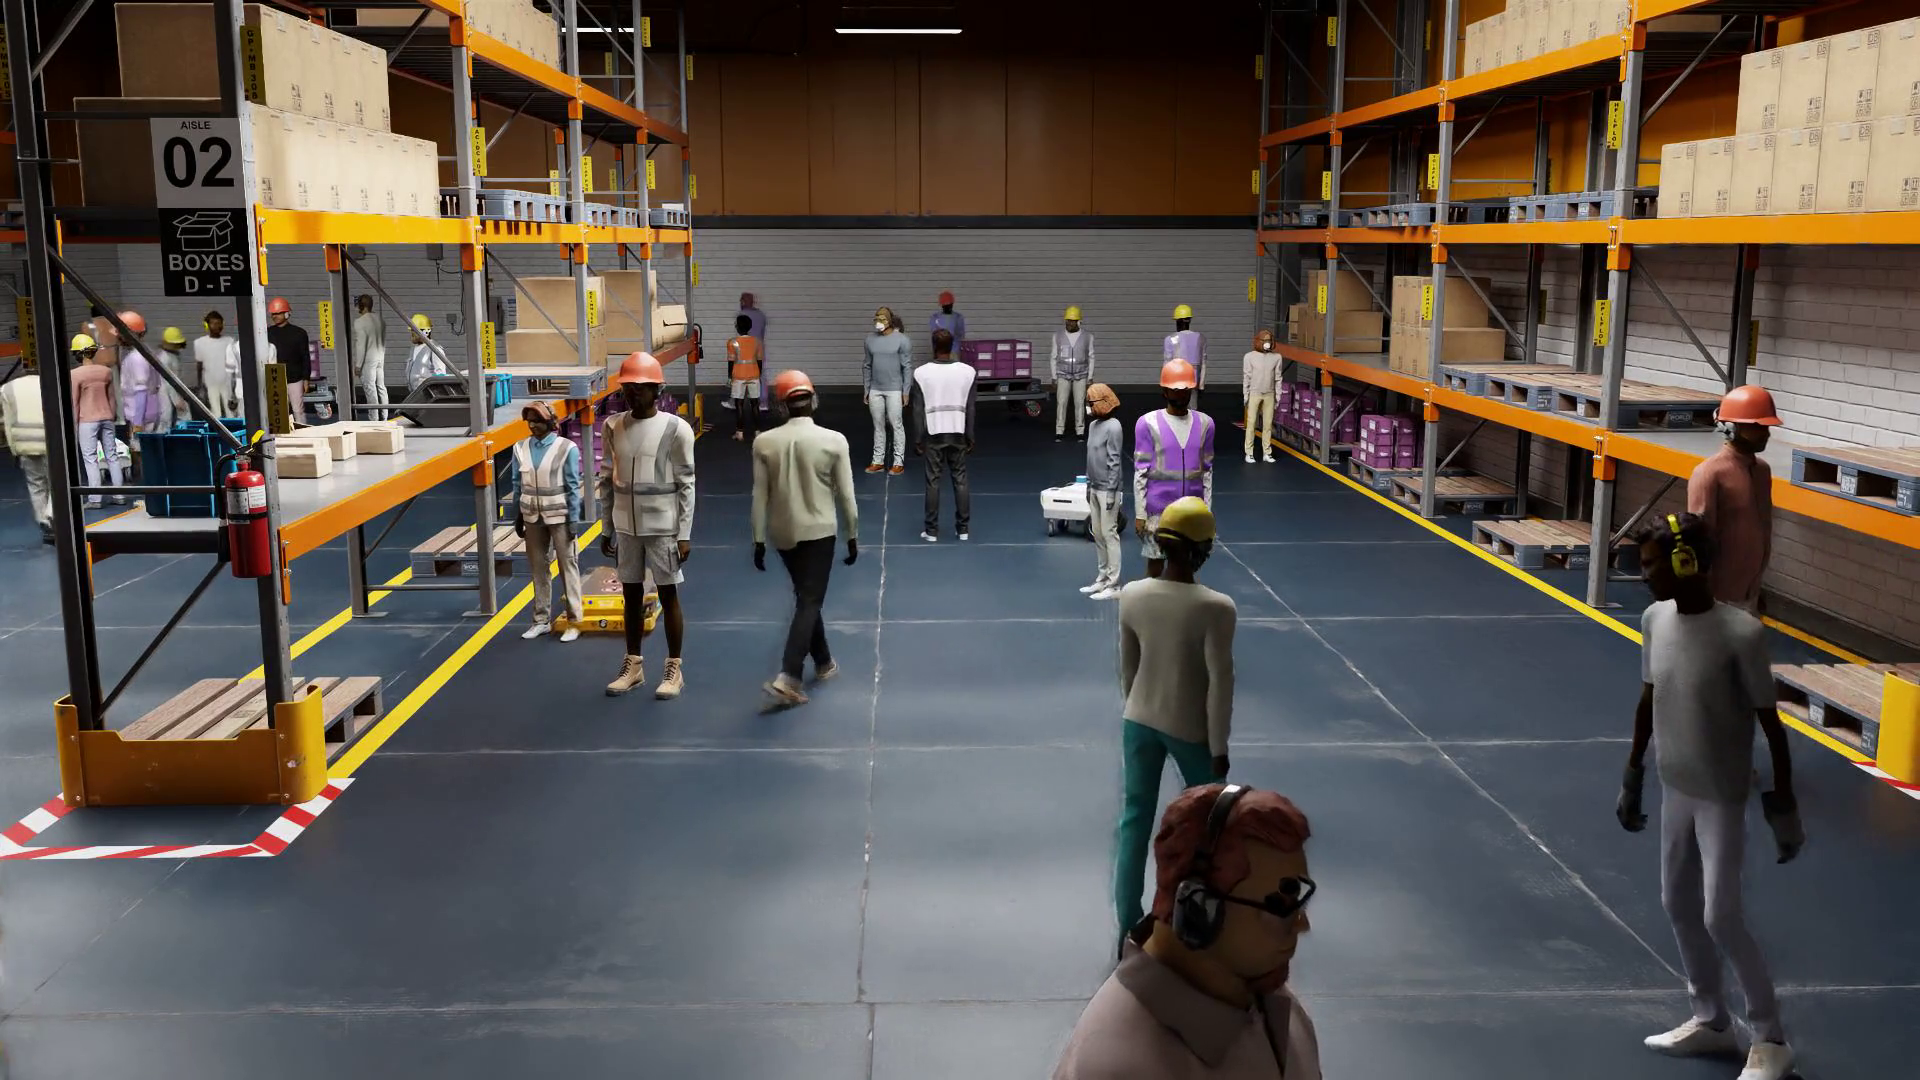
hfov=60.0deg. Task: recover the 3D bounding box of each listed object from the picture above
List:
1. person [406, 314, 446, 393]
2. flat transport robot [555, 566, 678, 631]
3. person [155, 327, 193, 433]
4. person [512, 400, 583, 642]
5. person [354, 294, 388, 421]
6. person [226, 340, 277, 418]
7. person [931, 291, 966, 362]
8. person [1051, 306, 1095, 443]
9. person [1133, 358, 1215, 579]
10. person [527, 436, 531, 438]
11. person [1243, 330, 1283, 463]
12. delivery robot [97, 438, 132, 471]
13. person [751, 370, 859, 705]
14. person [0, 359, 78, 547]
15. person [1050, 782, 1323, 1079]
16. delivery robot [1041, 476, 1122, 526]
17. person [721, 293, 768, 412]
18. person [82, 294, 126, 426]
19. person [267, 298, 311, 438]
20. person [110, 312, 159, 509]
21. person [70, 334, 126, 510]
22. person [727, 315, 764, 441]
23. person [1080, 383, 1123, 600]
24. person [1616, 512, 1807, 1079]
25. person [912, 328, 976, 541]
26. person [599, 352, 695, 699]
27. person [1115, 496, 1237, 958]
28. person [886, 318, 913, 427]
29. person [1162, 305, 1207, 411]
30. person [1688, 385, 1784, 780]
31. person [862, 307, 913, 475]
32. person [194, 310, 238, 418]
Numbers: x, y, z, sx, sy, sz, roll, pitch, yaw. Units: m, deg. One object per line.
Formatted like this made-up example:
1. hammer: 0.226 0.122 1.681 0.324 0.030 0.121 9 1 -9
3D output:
1. person: -6.301 -1.734 19.585 0.601 1.831 0.404 8 13 39
2. flat transport robot: -2.460 0.404 12.025 0.652 0.197 1.431 0 10 -2
3. person: -9.343 -1.693 19.773 0.768 1.674 0.521 1 10 6
4. person: -2.772 -0.127 11.192 0.514 1.634 0.311 3 11 17
5. person: -8.409 -2.524 23.693 0.371 1.941 0.627 3 11 14
6. person: -8.126 -1.681 19.131 0.559 1.903 0.861 -4 11 -23
7. person: -0.171 -3.071 26.855 0.552 1.899 0.734 1 10 8
8. person: 1.507 -2.209 22.246 0.591 1.829 0.404 1 10 4
9. person: 1.396 -0.206 10.781 0.551 1.937 0.357 -3 10 -14
10. person: -5.450 -2.046 21.329 0.629 1.836 0.429 -7 12 -34
11. person: 3.673 -1.742 20.216 0.493 1.625 0.281 -1 10 -7
12. delivery robot: -9.555 -0.981 18.692 0.477 0.478 0.707 -7 12 -34
13. person: -0.946 -0.030 9.840 0.628 1.937 1.038 3 11 18
14. person: -8.010 -0.801 14.476 0.595 1.811 0.630 -2 10 -10
15. person: 0.383 1.290 2.541 0.410 1.906 0.642 5 11 27
16. delivery robot: 1.099 -0.339 15.115 0.707 0.478 0.477 4 11 22
17. person: -3.403 -2.977 26.417 0.933 1.862 0.676 9 13 40
18. person: -12.383 -2.580 24.044 0.387 1.922 0.594 6 12 29
19. person: -8.365 -2.003 20.635 0.614 1.993 0.395 1 10 6
20. person: -8.030 -1.218 16.251 0.386 2.009 0.719 -6 12 -30
21. person: -8.746 -1.187 16.761 0.350 1.758 0.522 4 11 23
22. person: -2.912 -2.194 22.519 0.541 1.698 0.315 -6 12 -30
23. person: 1.068 -0.370 12.573 0.299 1.623 0.503 -3 11 -18
24. person: 2.398 0.819 5.369 0.460 1.829 0.566 -3 11 -19
25. person: -0.141 -0.940 14.970 0.589 1.909 0.405 -3 11 -15
26. person: -1.850 -0.081 9.780 0.607 2.048 0.370 3 11 17
27. person: 0.871 0.686 6.373 0.551 1.721 0.869 8 13 38
28. person: -0.947 -2.455 24.290 0.514 1.569 0.878 -1 10 -8
29. person: 2.729 -1.912 20.350 0.588 1.919 0.401 -4 11 -23
30. person: 3.783 0.234 8.170 0.625 1.992 0.389 -8 13 -37
31. person: -0.847 -1.712 19.169 0.636 1.938 0.355 6 12 28
32. person: -9.158 -1.907 20.509 0.522 1.856 0.586 -9 13 -40
